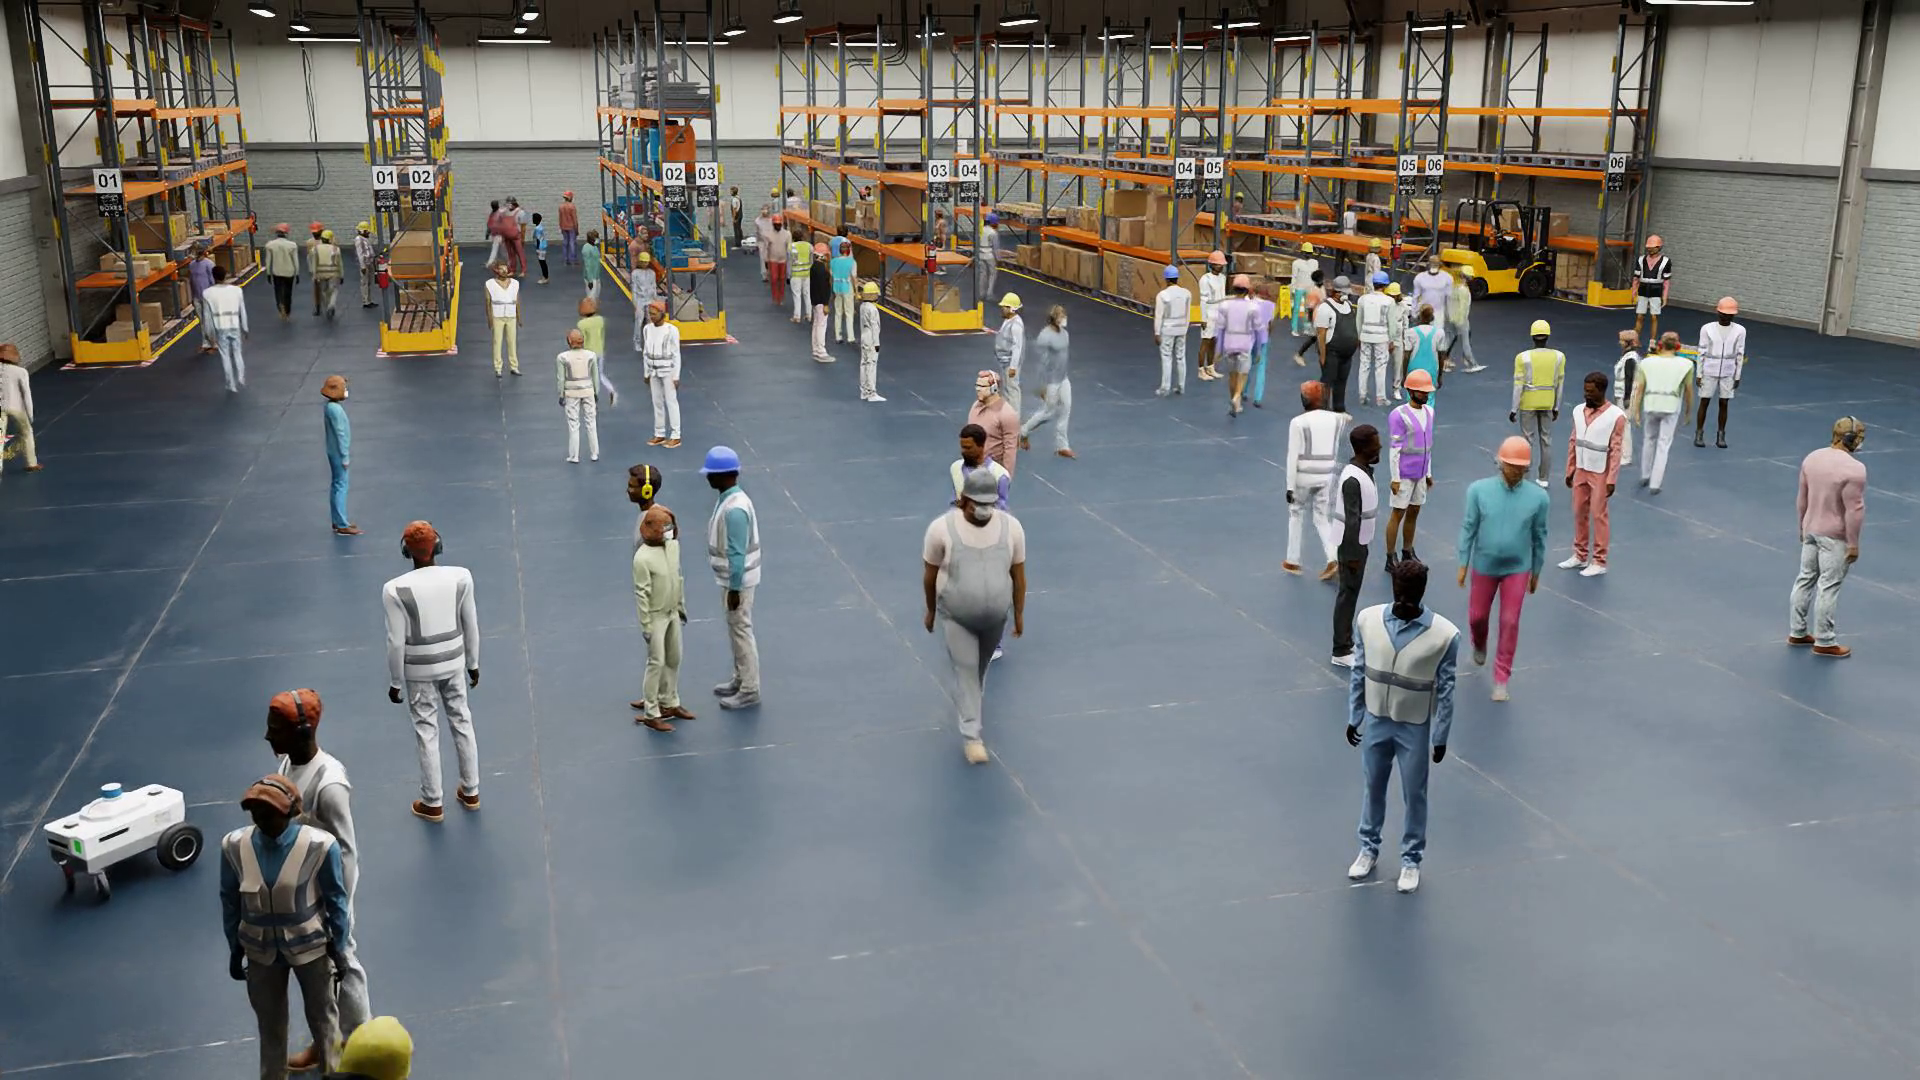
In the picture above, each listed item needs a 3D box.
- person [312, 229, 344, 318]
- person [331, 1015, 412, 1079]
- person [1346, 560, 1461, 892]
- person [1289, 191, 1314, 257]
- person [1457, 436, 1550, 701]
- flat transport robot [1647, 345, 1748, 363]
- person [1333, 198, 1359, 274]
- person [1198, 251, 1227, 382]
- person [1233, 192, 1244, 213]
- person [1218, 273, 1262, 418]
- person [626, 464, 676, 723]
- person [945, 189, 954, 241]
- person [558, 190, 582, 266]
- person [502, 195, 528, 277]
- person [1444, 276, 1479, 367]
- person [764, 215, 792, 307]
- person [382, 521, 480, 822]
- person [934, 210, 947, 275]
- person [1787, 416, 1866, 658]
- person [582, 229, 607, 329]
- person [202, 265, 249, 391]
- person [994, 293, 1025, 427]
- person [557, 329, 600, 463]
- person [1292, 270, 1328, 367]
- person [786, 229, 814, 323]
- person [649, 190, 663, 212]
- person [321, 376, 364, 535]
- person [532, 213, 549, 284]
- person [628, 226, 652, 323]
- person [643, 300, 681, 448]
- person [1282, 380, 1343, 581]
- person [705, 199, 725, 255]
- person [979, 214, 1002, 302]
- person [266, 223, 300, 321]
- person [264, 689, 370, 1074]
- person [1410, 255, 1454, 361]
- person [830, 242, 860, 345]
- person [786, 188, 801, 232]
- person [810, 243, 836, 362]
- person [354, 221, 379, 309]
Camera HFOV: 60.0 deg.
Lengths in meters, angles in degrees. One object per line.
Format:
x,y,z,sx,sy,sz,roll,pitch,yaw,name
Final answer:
-12.738,-5.346,33.529,0.606,1.804,0.735,-2,15,-6,person
-1.719,2.270,4.986,0.643,1.735,0.380,-7,17,-26,person
2.478,1.019,9.358,0.587,1.911,0.397,9,18,32,person
9.309,-8.498,45.135,0.620,1.925,0.660,-8,17,-28,person
4.046,0.169,12.425,0.628,1.977,0.706,5,16,17,person
12.480,-3.140,28.144,1.431,0.197,0.652,13,19,39,flat transport robot
9.892,-7.742,42.356,0.541,1.900,0.919,-9,17,-31,person
4.010,-3.531,26.219,0.396,2.042,0.610,13,20,40,person
7.953,-9.085,47.675,0.388,1.746,0.564,-4,15,-13,person
3.855,-2.677,23.066,0.612,2.020,0.785,6,16,21,person
-2.218,0.372,11.857,0.328,1.876,0.513,-4,15,-14,person
-0.276,-10.136,51.880,0.355,1.614,0.533,-11,19,-36,person
-10.353,-8.264,44.119,0.608,1.996,0.382,9,17,30,person
-11.133,-7.566,41.406,0.680,2.000,0.535,8,17,28,person
8.305,-3.651,27.418,0.681,1.660,0.555,8,17,29,person
-3.861,-5.961,35.544,0.618,1.941,1.021,-3,15,-12,person
-3.230,0.801,10.224,0.584,1.881,0.337,-13,20,-40,person
-0.500,-7.525,42.049,0.318,1.631,0.513,-4,15,-16,person
6.924,-0.030,13.261,0.376,1.933,0.627,-3,15,-12,person
-7.039,-4.992,31.924,0.373,1.938,0.630,0,15,1,person
-11.204,-3.225,25.345,0.611,1.900,0.538,-11,18,-36,person
0.664,-2.403,22.372,0.404,1.837,0.590,-3,15,-10,person
-4.648,-1.753,20.302,0.517,1.641,0.308,-8,17,-27,person
5.871,-3.625,27.324,0.762,1.644,0.529,5,16,19,person
-3.197,-5.252,33.091,0.624,1.841,0.430,-11,18,-35,person
-8.385,-8.742,46.079,0.601,1.912,0.398,13,19,40,person
-6.328,-0.870,16.991,0.277,1.631,0.507,-8,17,-29,person
-10.092,-7.008,39.987,0.322,1.690,0.532,-2,15,-7,person
-6.314,-5.285,33.108,0.400,1.900,0.644,5,16,18,person
-3.803,-2.118,21.225,0.578,1.879,0.347,9,18,31,person
3.286,-0.536,15.309,0.581,1.861,0.763,-5,16,-18,person
-6.943,-8.981,47.003,0.608,1.896,0.768,-9,17,-29,person
0.624,-6.188,36.505,0.417,1.903,0.680,-13,20,-40,person
-13.466,-5.316,33.106,0.641,1.951,0.721,-6,16,-20,person
-2.873,1.570,7.372,0.428,1.880,0.584,-14,20,-41,person
7.623,-3.649,26.912,0.672,1.909,0.517,6,16,23,person
-2.100,-4.460,30.091,0.565,1.845,0.384,8,17,29,person
-4.895,-9.376,48.669,0.869,1.809,0.628,10,18,34,person
-2.350,-4.020,28.148,0.376,1.997,0.612,-5,16,-20,person
-12.600,-5.832,35.288,0.404,1.829,0.588,-2,15,-7,person
